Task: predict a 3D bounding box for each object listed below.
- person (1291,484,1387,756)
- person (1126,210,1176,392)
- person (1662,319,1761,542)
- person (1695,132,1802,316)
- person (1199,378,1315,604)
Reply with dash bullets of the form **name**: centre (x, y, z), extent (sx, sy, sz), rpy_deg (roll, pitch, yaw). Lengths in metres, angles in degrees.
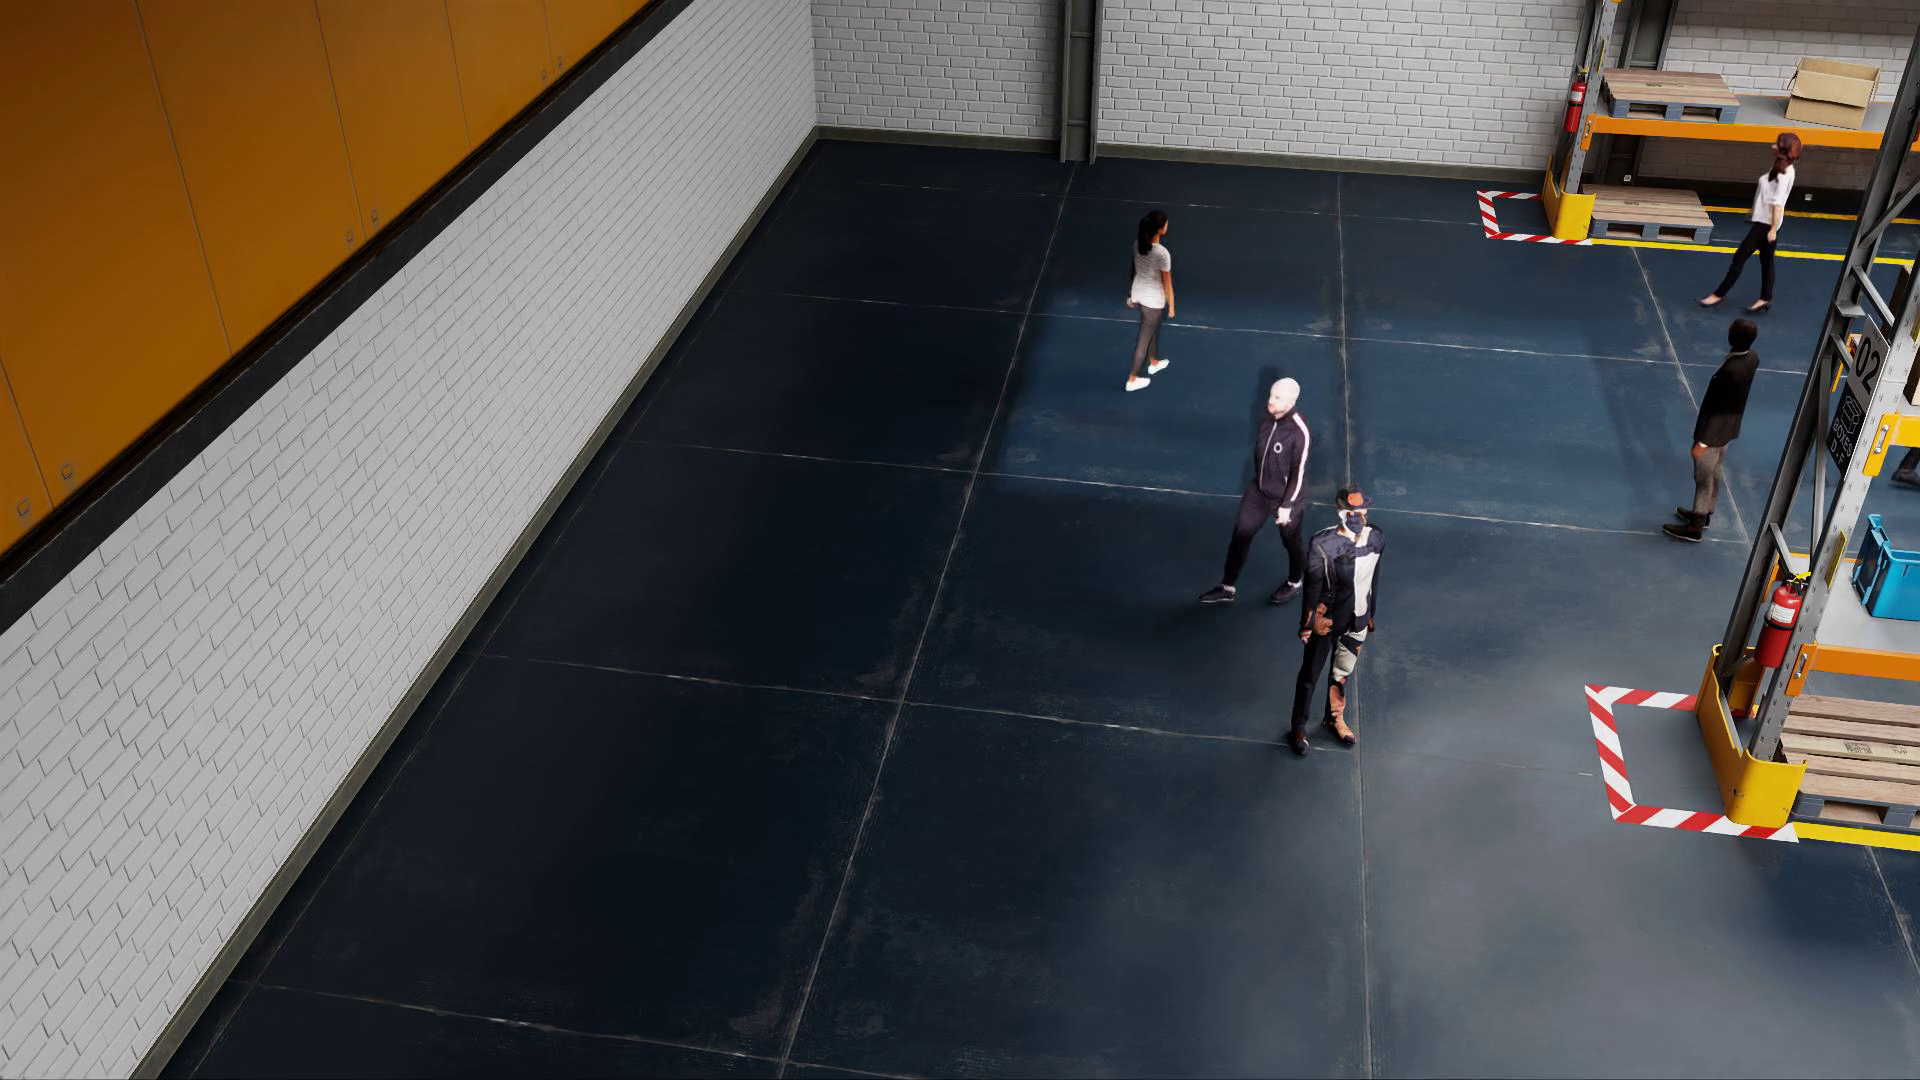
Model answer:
- **person**: centre (2.338, 0.479, 10.318), extent (0.694, 1.893, 0.826), rpy_deg (-10, 35, -14)
- **person**: centre (1.563, -2.040, 14.347), extent (0.914, 1.628, 0.850), rpy_deg (-21, 39, -28)
- **person**: centre (5.639, -0.822, 12.358), extent (0.747, 1.801, 0.744), rpy_deg (26, 42, 33)
- **person**: centre (7.628, -2.913, 15.533), extent (0.957, 1.768, 0.712), rpy_deg (10, 35, 15)
- **person**: centre (2.307, -0.327, 11.614), extent (1.134, 1.800, 1.048), rpy_deg (-19, 38, -27)
